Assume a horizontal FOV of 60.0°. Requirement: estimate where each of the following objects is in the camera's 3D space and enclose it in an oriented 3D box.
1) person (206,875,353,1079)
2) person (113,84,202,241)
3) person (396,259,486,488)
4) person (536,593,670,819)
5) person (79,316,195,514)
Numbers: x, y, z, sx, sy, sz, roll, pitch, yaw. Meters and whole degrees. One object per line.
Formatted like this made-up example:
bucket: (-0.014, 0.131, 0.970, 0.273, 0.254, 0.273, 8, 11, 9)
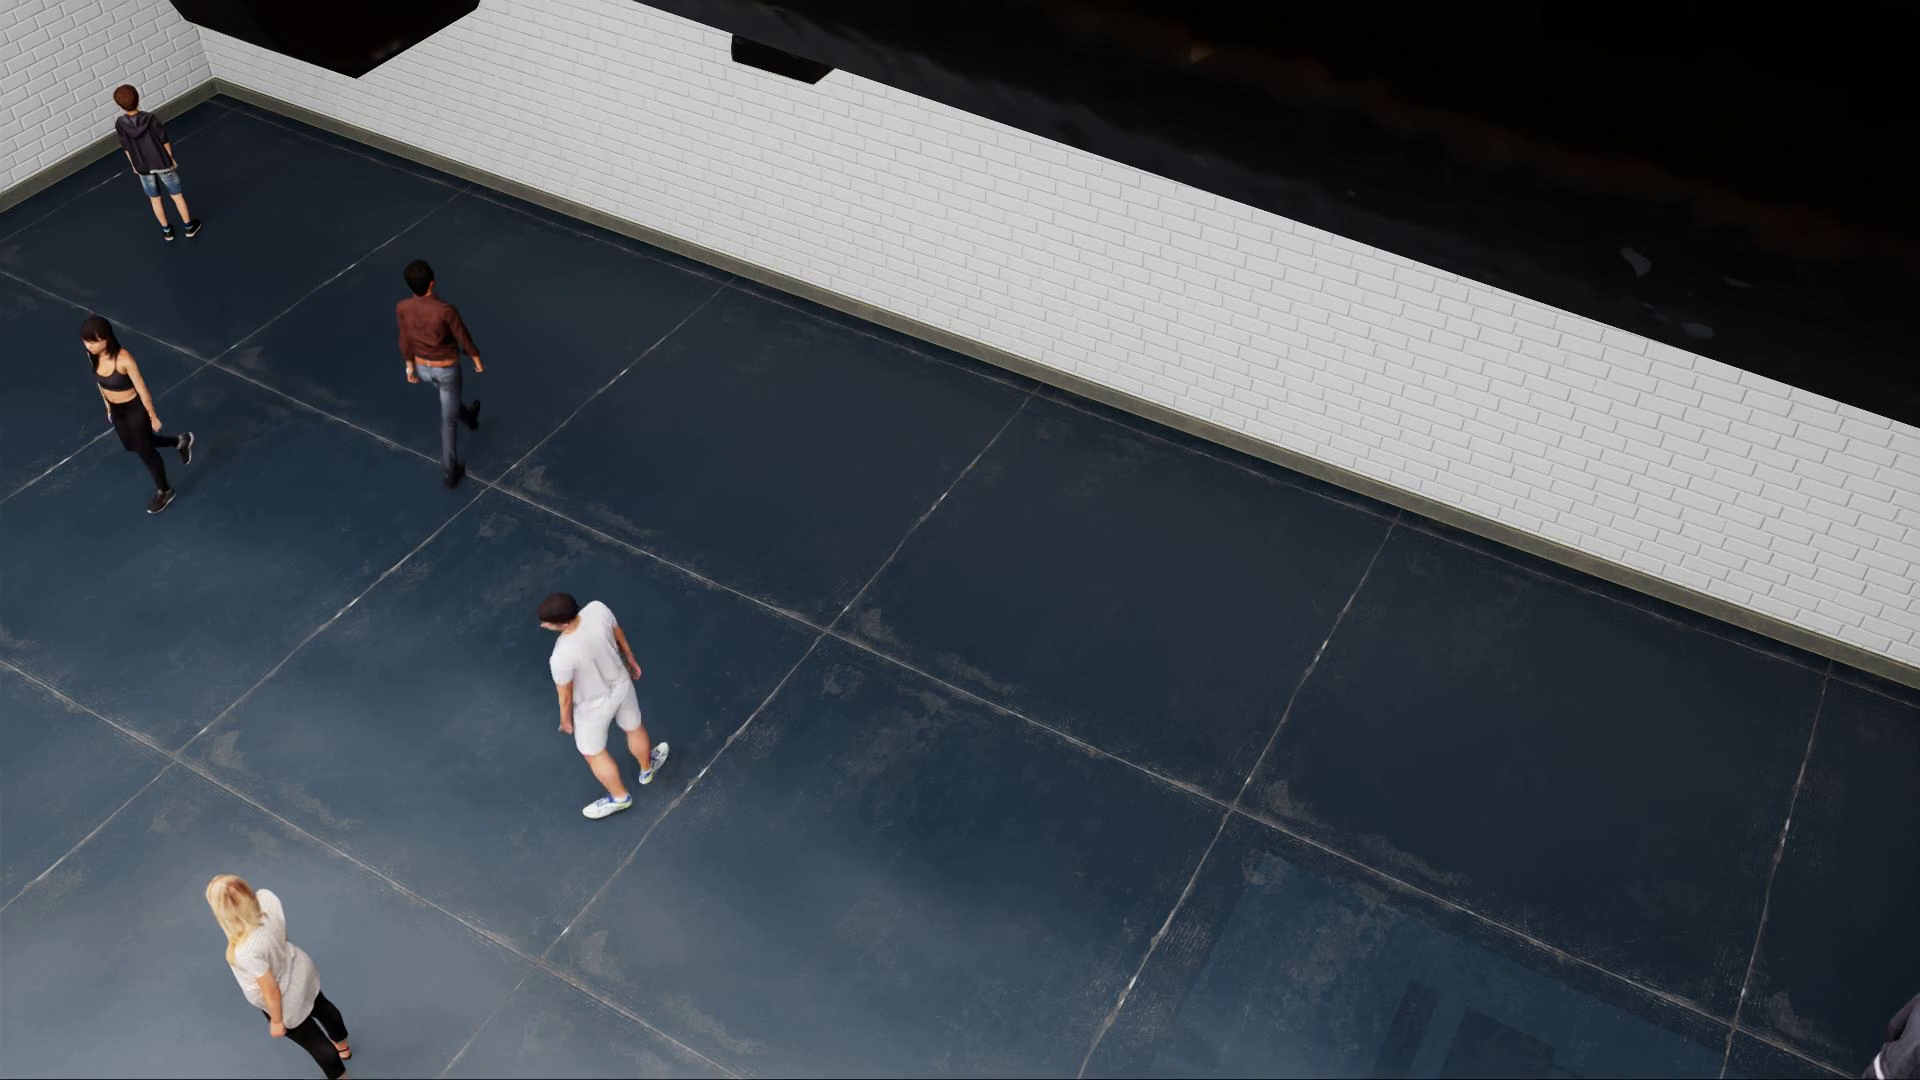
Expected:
person: (-3.375, 2.233, 8.356, 0.751, 1.824, 0.660, -5, 44, -5)
person: (-6.994, -3.272, 14.408, 0.622, 1.446, 0.678, -9, 44, -9)
person: (-3.773, -1.156, 11.983, 0.906, 1.728, 1.195, 7, 44, 8)
person: (-2.047, 0.878, 9.779, 0.907, 1.822, 0.466, 33, 53, 30)
person: (-5.851, -0.972, 11.860, 0.635, 1.630, 0.886, 15, 46, 15)
